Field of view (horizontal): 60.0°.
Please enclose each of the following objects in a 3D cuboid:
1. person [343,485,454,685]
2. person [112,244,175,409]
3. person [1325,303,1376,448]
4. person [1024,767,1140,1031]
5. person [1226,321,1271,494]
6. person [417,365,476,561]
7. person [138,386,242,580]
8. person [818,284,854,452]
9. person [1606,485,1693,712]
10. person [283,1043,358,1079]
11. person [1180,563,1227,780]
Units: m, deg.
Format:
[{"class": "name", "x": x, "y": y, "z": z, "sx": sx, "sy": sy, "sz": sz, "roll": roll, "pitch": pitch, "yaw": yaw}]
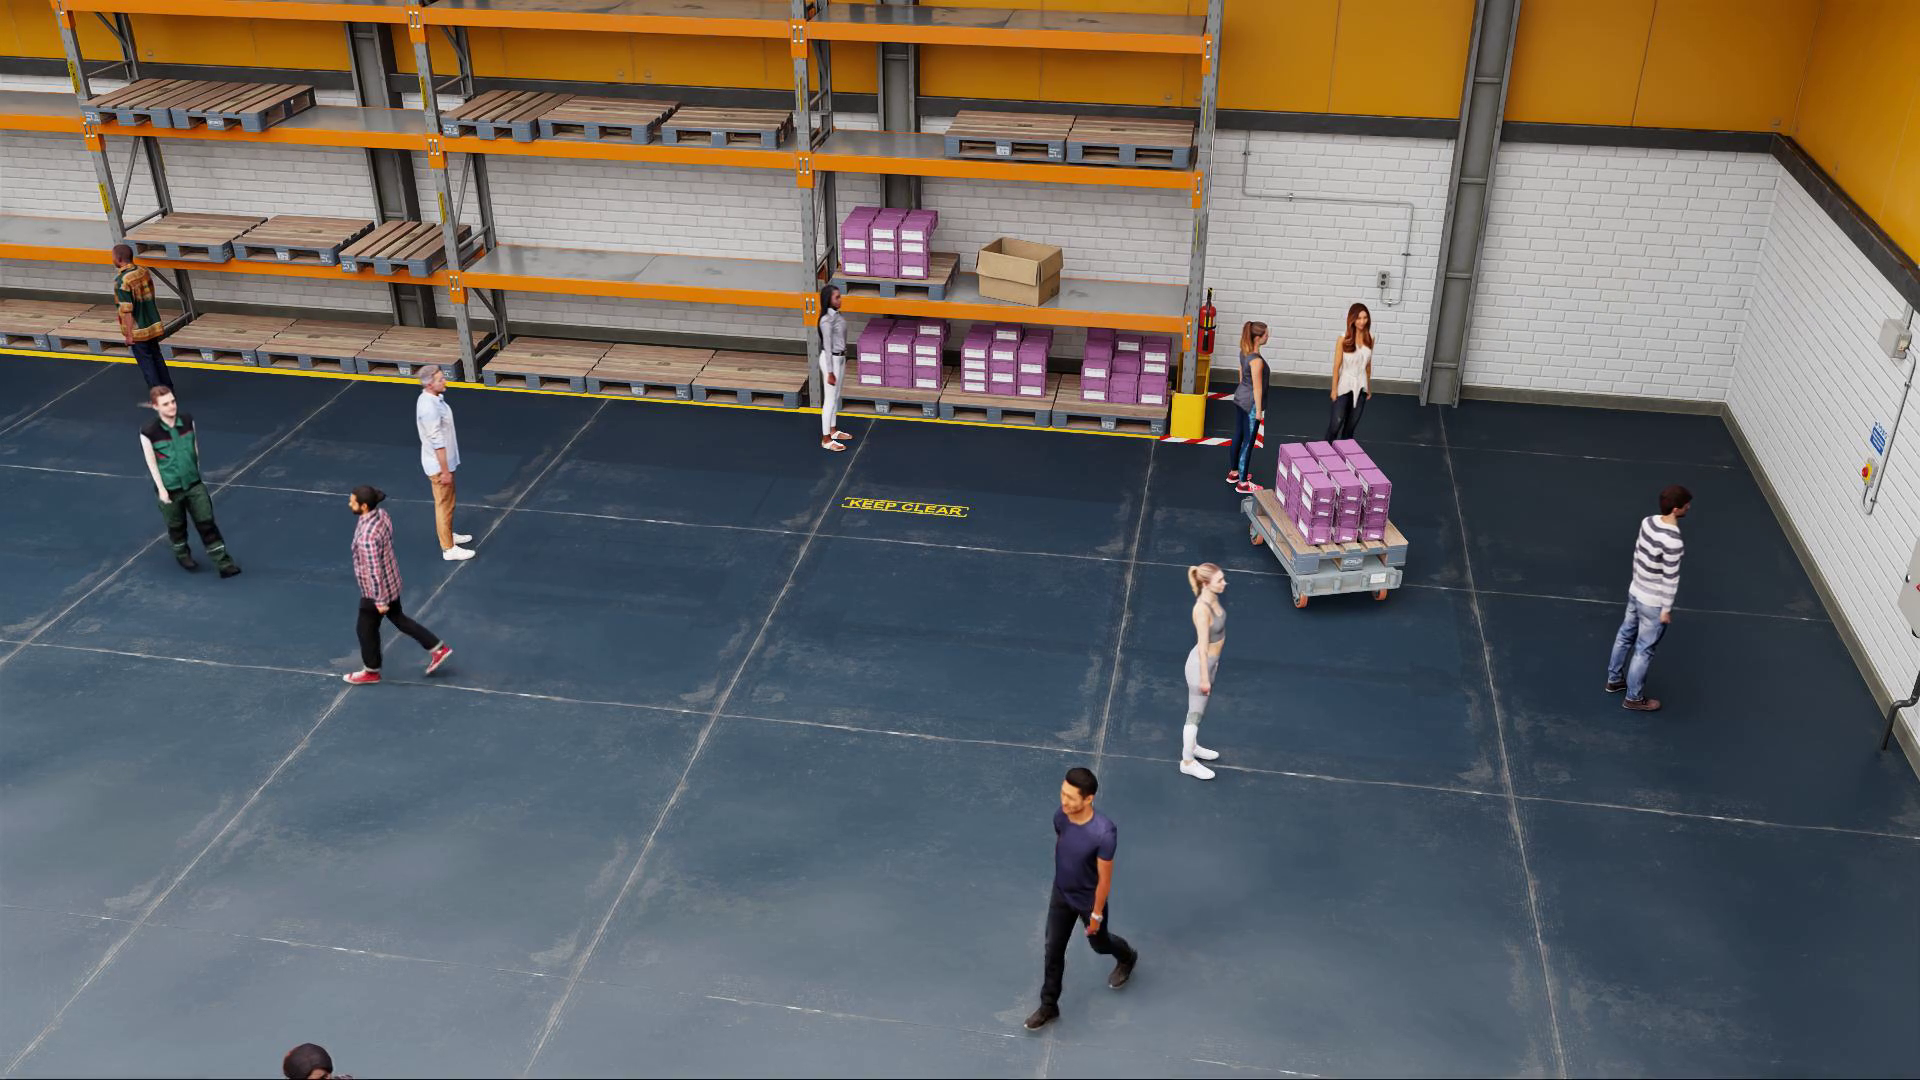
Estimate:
[{"class": "person", "x": -4.471, "y": 0.347, "z": 13.013, "sx": 1.164, "sy": 1.749, "sz": 0.858, "roll": -1, "pitch": 29, "yaw": -3}, {"class": "person", "x": -8.760, "y": -2.294, "z": 17.793, "sx": 0.677, "sy": 1.808, "sz": 0.717, "roll": 2, "pitch": 29, "yaw": 4}, {"class": "person", "x": 3.818, "y": -1.478, "z": 16.322, "sx": 0.614, "sy": 1.785, "sz": 0.729, "roll": -9, "pitch": 30, "yaw": -16}, {"class": "person", "x": 0.786, "y": 2.074, "z": 9.834, "sx": 1.146, "sy": 1.762, "sz": 1.089, "roll": 24, "pitch": 37, "yaw": 37}, {"class": "person", "x": 2.790, "y": -1.298, "z": 16.054, "sx": 0.642, "sy": 1.724, "sz": 0.633, "roll": -6, "pitch": 29, "yaw": -11}, {"class": "person", "x": -4.649, "y": -0.713, "z": 14.884, "sx": 0.712, "sy": 1.818, "sz": 0.738, "roll": -8, "pitch": 30, "yaw": -15}, {"class": "person", "x": -6.864, "y": -0.497, "z": 14.517, "sx": 1.208, "sy": 1.789, "sz": 1.015, "roll": 23, "pitch": 36, "yaw": 35}, {"class": "person", "x": -1.287, "y": -1.781, "z": 16.939, "sx": 0.499, "sy": 1.724, "sz": 0.598, "roll": 6, "pitch": 29, "yaw": 10}, {"class": "person", "x": 5.292, "y": 0.422, "z": 12.767, "sx": 0.646, "sy": 1.854, "sz": 0.705, "roll": -4, "pitch": 29, "yaw": -7}, {"class": "person", "x": -2.992, "y": 3.097, "z": 8.009, "sx": 0.684, "sy": 1.713, "sz": 0.730, "roll": -24, "pitch": 37, "yaw": -37}, {"class": "person", "x": 1.749, "y": 0.919, "z": 12.012, "sx": 0.571, "sy": 1.704, "sz": 0.574, "roll": 8, "pitch": 30, "yaw": 14}]
